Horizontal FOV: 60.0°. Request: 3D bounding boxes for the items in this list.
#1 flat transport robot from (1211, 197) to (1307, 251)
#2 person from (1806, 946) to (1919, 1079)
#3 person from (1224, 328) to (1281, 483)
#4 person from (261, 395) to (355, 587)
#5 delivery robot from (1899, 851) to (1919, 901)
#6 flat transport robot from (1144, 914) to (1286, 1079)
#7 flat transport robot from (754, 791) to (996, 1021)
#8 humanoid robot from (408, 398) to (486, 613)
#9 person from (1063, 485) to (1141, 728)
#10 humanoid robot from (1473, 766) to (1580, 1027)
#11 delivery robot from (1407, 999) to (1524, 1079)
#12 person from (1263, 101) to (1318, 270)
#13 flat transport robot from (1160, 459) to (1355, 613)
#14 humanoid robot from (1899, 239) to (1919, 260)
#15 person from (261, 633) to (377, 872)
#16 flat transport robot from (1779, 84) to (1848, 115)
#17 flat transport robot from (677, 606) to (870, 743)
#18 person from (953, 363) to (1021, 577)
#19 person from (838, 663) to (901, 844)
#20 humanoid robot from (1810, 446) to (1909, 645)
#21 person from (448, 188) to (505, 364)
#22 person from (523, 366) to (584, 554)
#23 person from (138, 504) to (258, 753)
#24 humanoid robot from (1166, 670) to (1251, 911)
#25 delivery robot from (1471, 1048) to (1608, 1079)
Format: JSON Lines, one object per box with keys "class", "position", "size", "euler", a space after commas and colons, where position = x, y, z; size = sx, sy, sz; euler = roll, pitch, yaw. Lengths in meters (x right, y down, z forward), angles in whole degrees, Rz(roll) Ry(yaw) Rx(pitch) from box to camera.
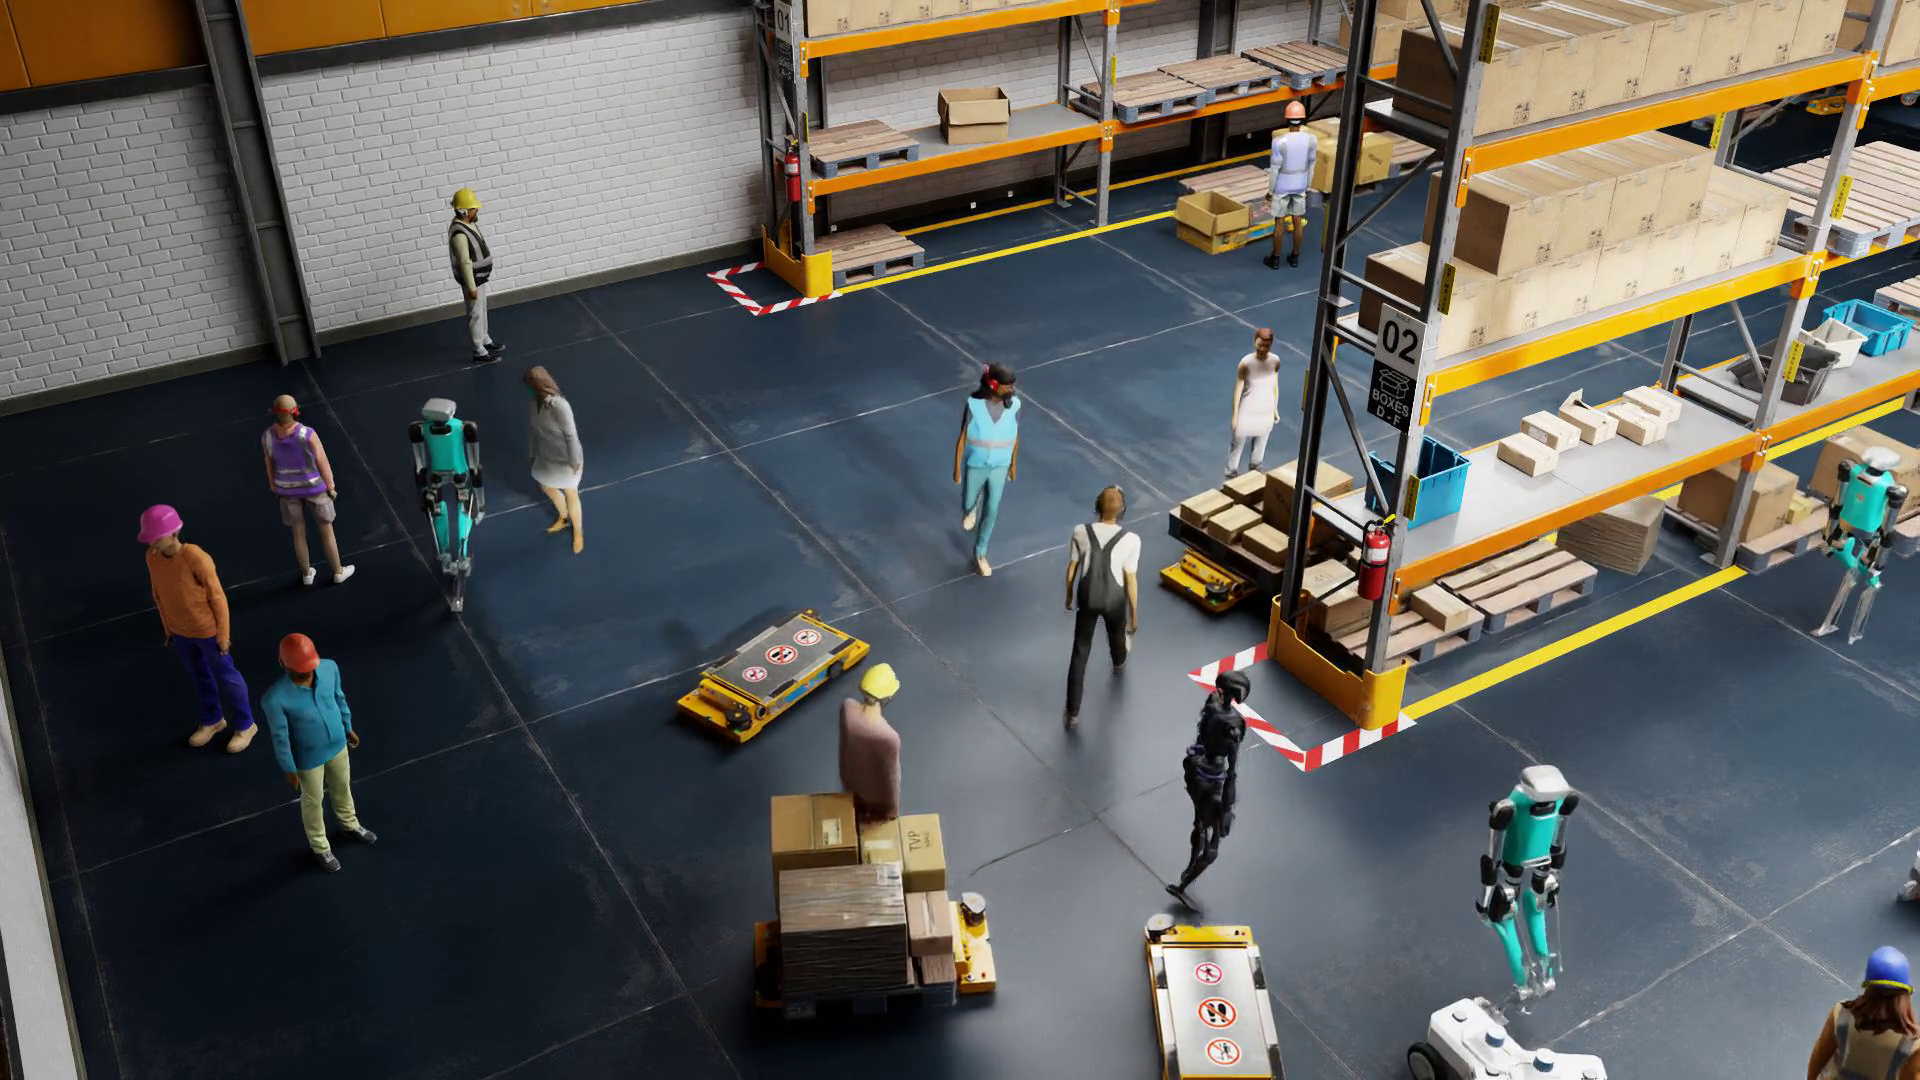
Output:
{"class": "flat transport robot", "position": [3.486, -3.844, 20.214], "size": [1.431, 0.231, 0.659], "euler": [-21, 38, -29]}
{"class": "person", "position": [4.467, 2.778, 8.254], "size": [0.538, 1.741, 0.436], "euler": [25, 40, 34]}
{"class": "person", "position": [2.574, -1.092, 14.516], "size": [0.443, 1.656, 0.283], "euler": [-9, 33, -14]}
{"class": "person", "position": [-5.272, -0.389, 13.361], "size": [0.493, 1.692, 0.341], "euler": [-2, 32, -3]}
{"class": "delivery robot", "position": [6.367, 2.103, 10.448], "size": [0.774, 0.581, 0.499], "euler": [-8, 33, -13]}
{"class": "flat transport robot", "position": [1.469, 2.764, 9.676], "size": [0.659, 0.231, 1.431], "euler": [0, 32, 0]}
{"class": "flat transport robot", "position": [-0.527, 2.494, 10.107], "size": [1.431, 0.231, 0.659], "euler": [-3, 32, -5]}
{"class": "humanoid robot", "position": [-4.008, -0.210, 13.035], "size": [0.535, 1.730, 1.010], "euler": [-1, 32, -2]}
{"class": "person", "position": [1.037, 0.406, 12.024], "size": [0.550, 1.767, 1.071], "euler": [8, 33, 13]}
{"class": "humanoid robot", "position": [3.224, 2.127, 9.335], "size": [0.540, 1.826, 0.664], "euler": [-10, 33, -16]}
{"class": "delivery robot", "position": [2.895, 2.904, 9.202], "size": [0.506, 0.614, 0.785], "euler": [-16, 35, -23]}
{"class": "person", "position": [3.745, -4.030, 18.952], "size": [0.542, 1.927, 0.371], "euler": [-6, 33, -10]}
{"class": "flat transport robot", "position": [2.412, 0.157, 13.834], "size": [1.431, 0.231, 0.659], "euler": [-22, 38, -31]}
{"class": "humanoid robot", "position": [11.425, -4.043, 19.239], "size": [0.706, 1.640, 0.601], "euler": [-2, 32, -4]}
{"class": "person", "position": [-4.068, 1.318, 10.586], "size": [0.343, 1.746, 0.571], "euler": [17, 36, 26]}
{"class": "flat transport robot", "position": [12.439, -6.592, 24.597], "size": [0.659, 0.231, 1.431], "euler": [-14, 35, -21]}
{"class": "flat transport robot", "position": [-1.386, 0.991, 12.504], "size": [0.659, 0.231, 1.431], "euler": [22, 38, 31]}
{"class": "person", "position": [0.207, -0.664, 13.682], "size": [0.551, 1.831, 0.762], "euler": [-4, 32, -6]}
{"class": "person", "position": [-0.591, 1.531, 10.248], "size": [0.543, 1.742, 0.553], "euler": [26, 41, 35]}
{"class": "humanoid robot", "position": [6.912, 0.051, 12.649], "size": [0.746, 1.813, 0.538], "euler": [-16, 36, -24]}
{"class": "person", "position": [-4.937, -2.686, 16.908], "size": [0.403, 1.825, 0.589], "euler": [-4, 32, -6]}
{"class": "person", "position": [-3.362, -0.688, 13.891], "size": [0.585, 1.638, 0.378], "euler": [19, 37, 27]}
{"class": "person", "position": [-5.290, 0.609, 11.500], "size": [0.510, 1.983, 0.391], "euler": [8, 33, 13]}
{"class": "humanoid robot", "position": [1.517, 1.518, 10.346], "size": [0.467, 1.646, 0.620], "euler": [-6, 33, -9]}
{"class": "delivery robot", "position": [3.136, 2.989, 9.018], "size": [0.737, 0.564, 0.499], "euler": [2, 32, 3]}
